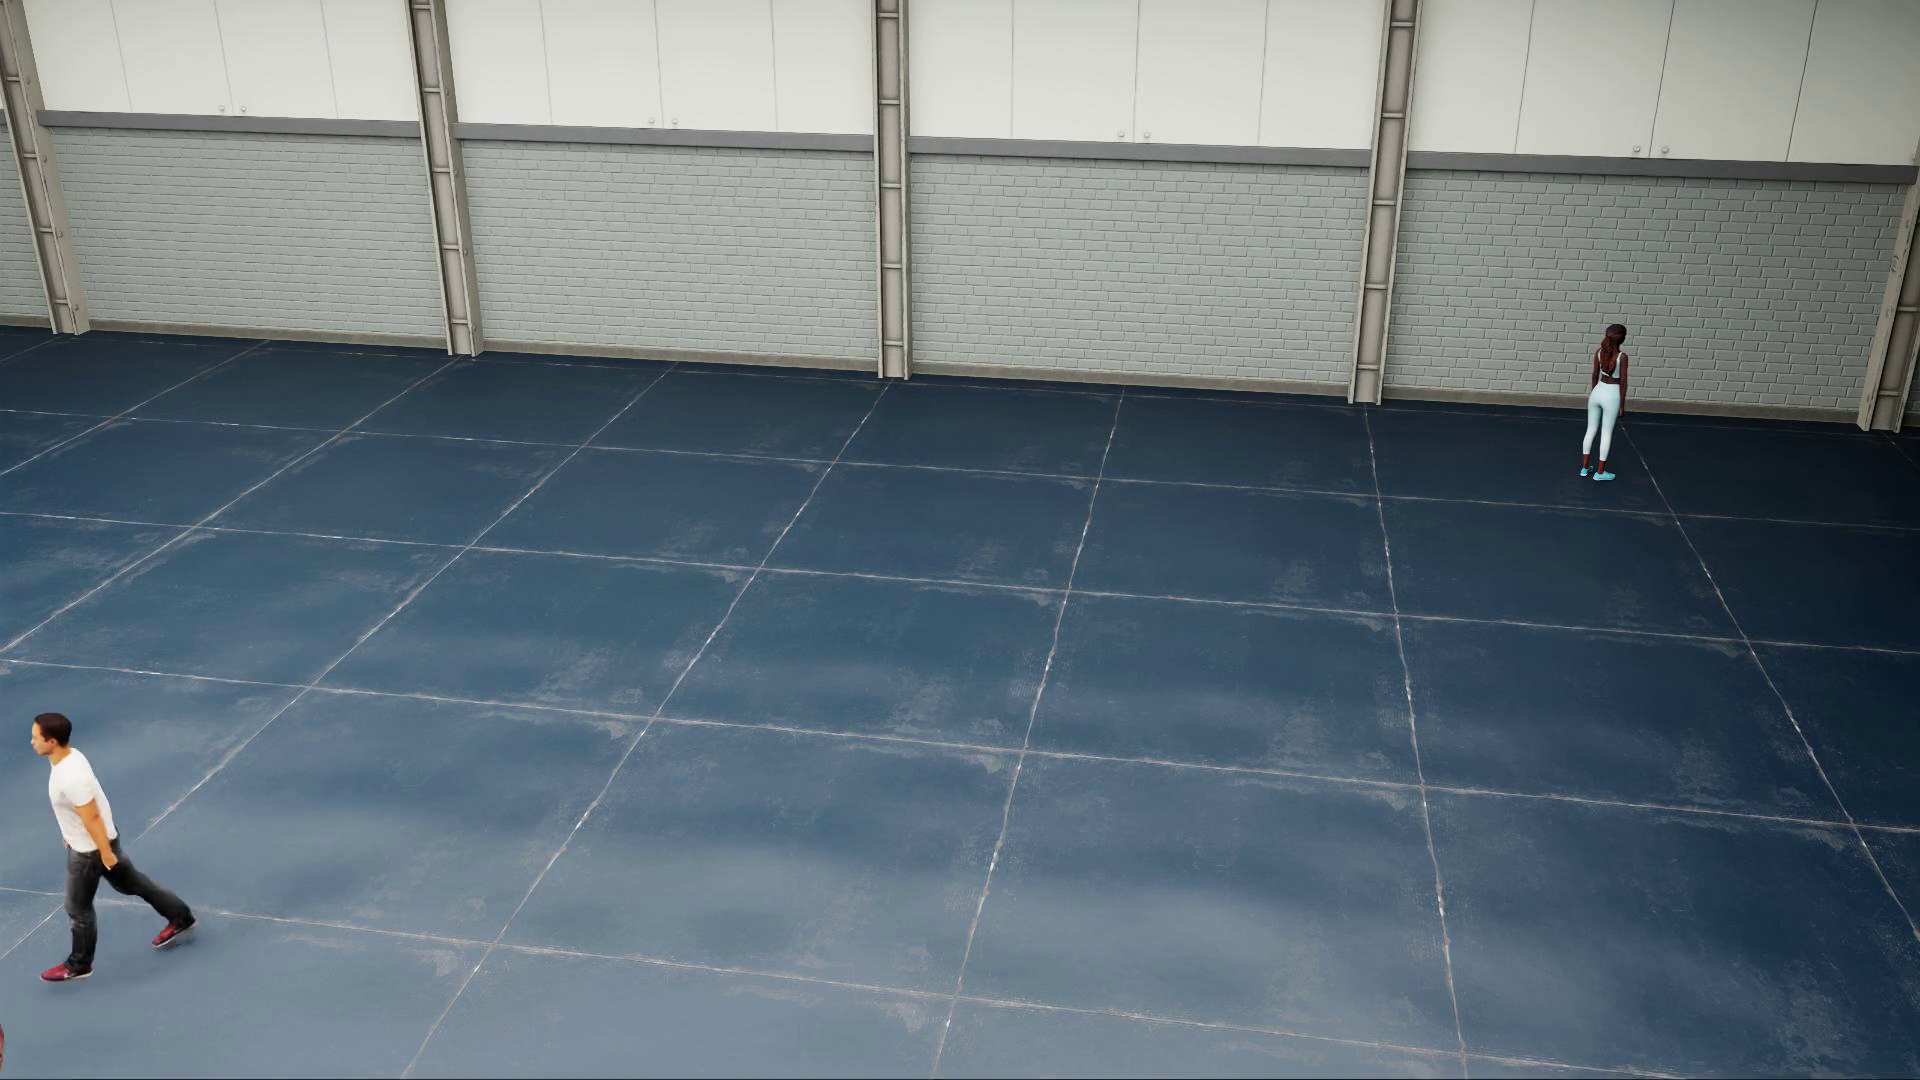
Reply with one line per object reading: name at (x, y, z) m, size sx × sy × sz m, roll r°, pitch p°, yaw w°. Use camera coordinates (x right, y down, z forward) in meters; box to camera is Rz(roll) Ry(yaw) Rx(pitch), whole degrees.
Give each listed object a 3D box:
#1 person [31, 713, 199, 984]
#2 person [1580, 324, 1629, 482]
person at (-5.195, 1.831, 10.158) m, size 1.210 × 1.756 × 1.098 m, roll -14°, pitch 27°, yaw -29°
person at (7.004, -1.506, 18.047) m, size 0.714 × 1.724 × 0.650 m, roll -16°, pitch 28°, yaw -33°
